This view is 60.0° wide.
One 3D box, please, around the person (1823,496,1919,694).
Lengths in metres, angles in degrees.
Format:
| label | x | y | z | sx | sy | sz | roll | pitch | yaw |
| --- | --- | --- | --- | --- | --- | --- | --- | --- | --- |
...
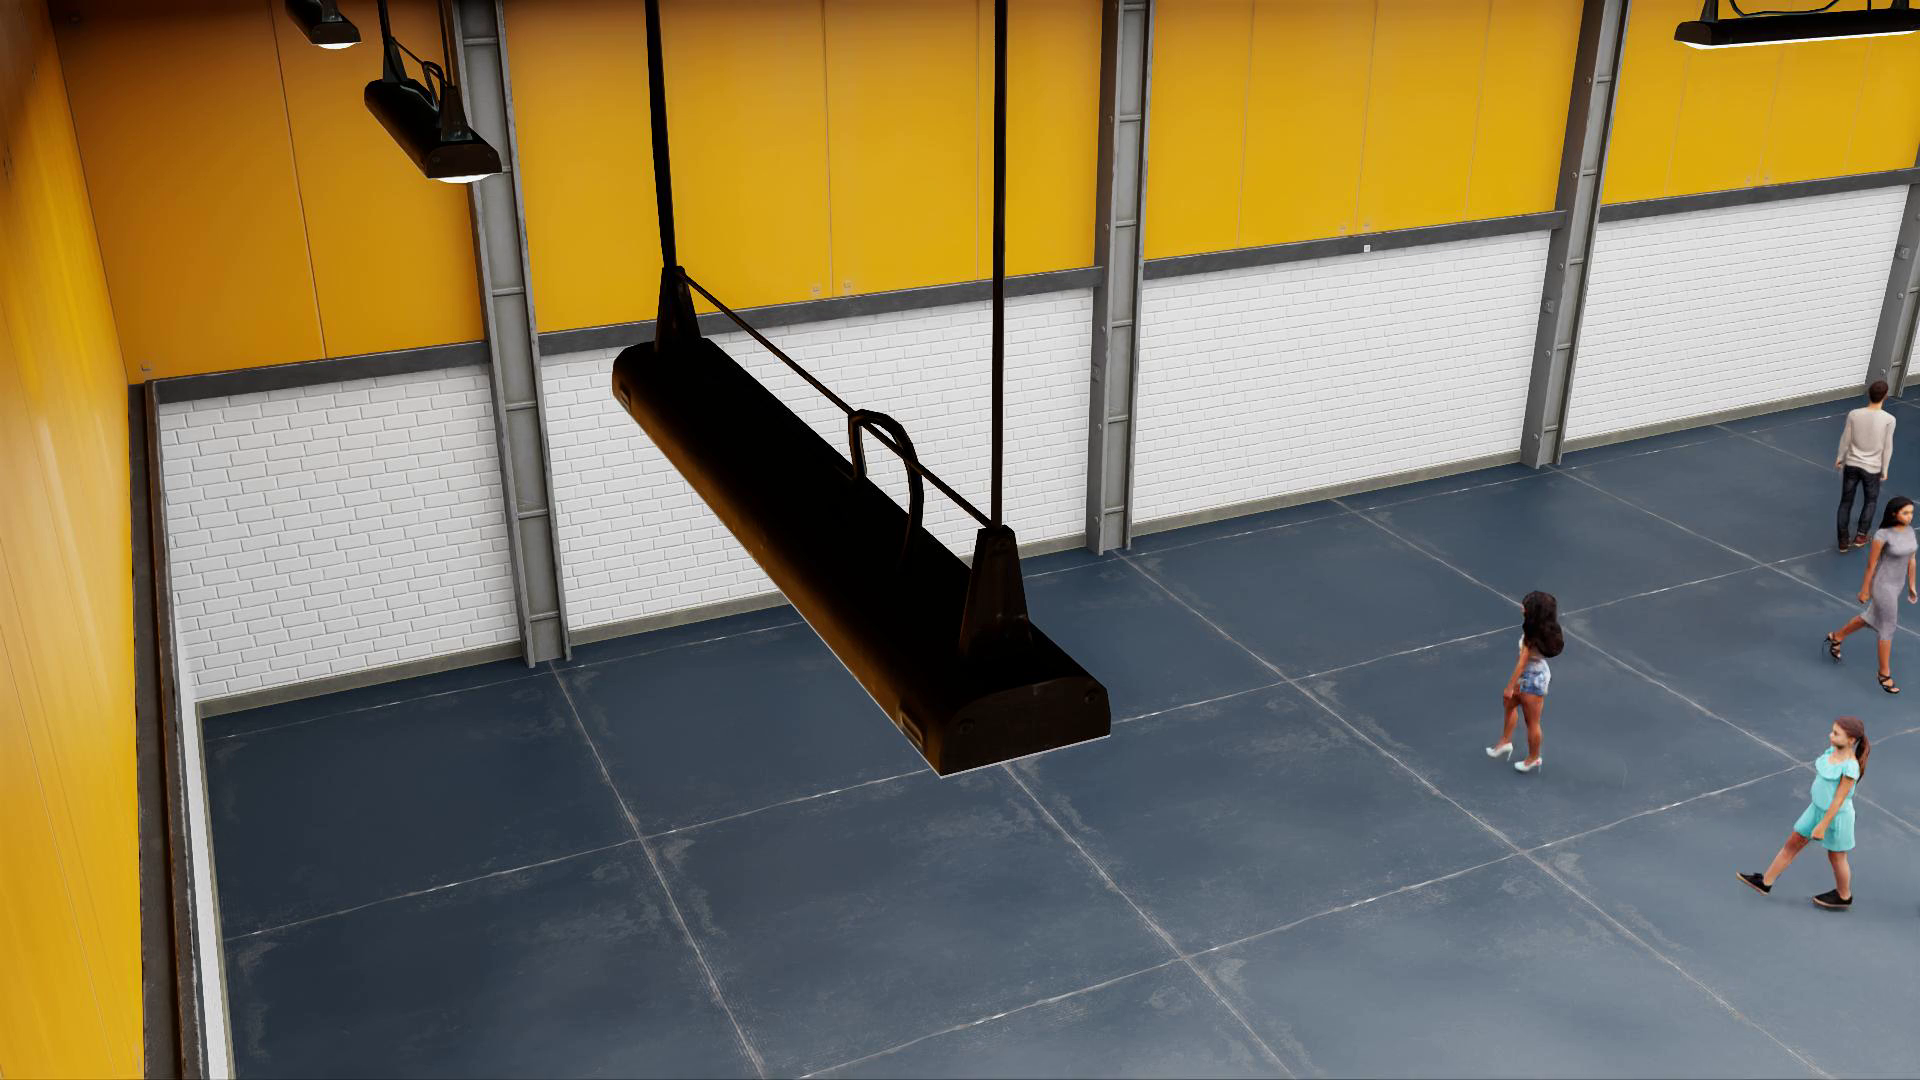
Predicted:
| label | x | y | z | sx | sy | sz | roll | pitch | yaw |
| --- | --- | --- | --- | --- | --- | --- | --- | --- | --- |
| person | 8.178 | 0.425 | 14.850 | 1.011 | 1.739 | 0.628 | -11 | 26 | -23 |

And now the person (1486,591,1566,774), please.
| label | x | y | z | sx | sy | sz | roll | pitch | yaw |
| --- | --- | --- | --- | --- | --- | --- | --- | --- | --- |
| person | 4.646 | 1.171 | 13.307 | 0.833 | 1.607 | 0.782 | 12 | 26 | 25 |

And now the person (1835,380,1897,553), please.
| label | x | y | z | sx | sy | sz | roll | pitch | yaw |
| --- | --- | --- | --- | --- | --- | --- | --- | --- | --- |
| person | 9.408 | -0.739 | 17.370 | 0.846 | 1.854 | 0.904 | 19 | 30 | 37 |

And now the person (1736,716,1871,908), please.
| label | x | y | z | sx | sy | sz | roll | pitch | yaw |
| --- | --- | --- | --- | --- | --- | --- | --- | --- | --- |
| person | 6.176 | 1.944 | 11.649 | 1.087 | 1.520 | 0.906 | 3 | 24 | 7 |
